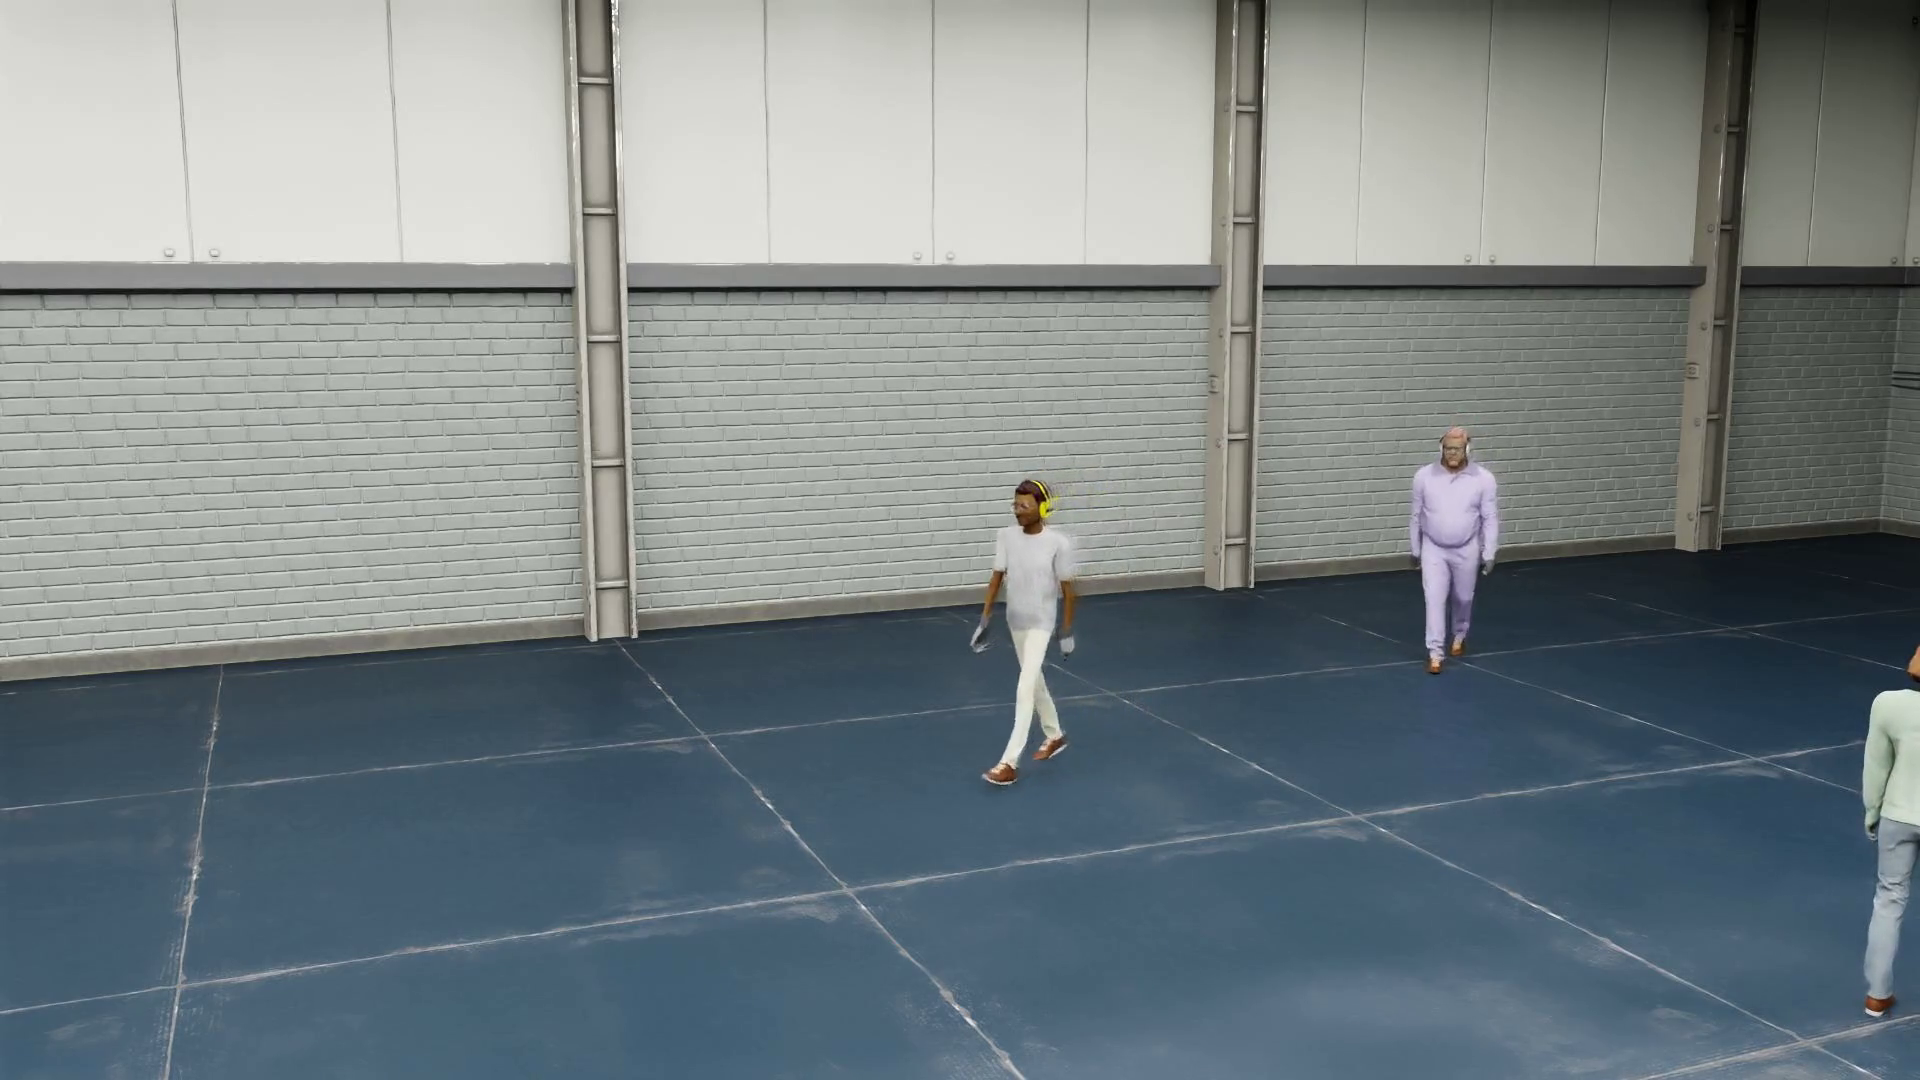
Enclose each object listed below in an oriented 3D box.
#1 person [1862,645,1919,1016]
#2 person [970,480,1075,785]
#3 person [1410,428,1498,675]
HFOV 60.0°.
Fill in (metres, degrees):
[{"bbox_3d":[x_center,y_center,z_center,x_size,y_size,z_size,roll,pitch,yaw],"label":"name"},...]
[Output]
[{"bbox_3d":[3.902,1.161,6.704,0.268,1.631,0.507,-7,11,-37],"label":"person"},{"bbox_3d":[0.413,0.531,10.099,0.535,1.820,1.004,7,11,36],"label":"person"},{"bbox_3d":[3.832,0.051,12.938,0.652,1.875,0.927,3,9,18],"label":"person"}]
